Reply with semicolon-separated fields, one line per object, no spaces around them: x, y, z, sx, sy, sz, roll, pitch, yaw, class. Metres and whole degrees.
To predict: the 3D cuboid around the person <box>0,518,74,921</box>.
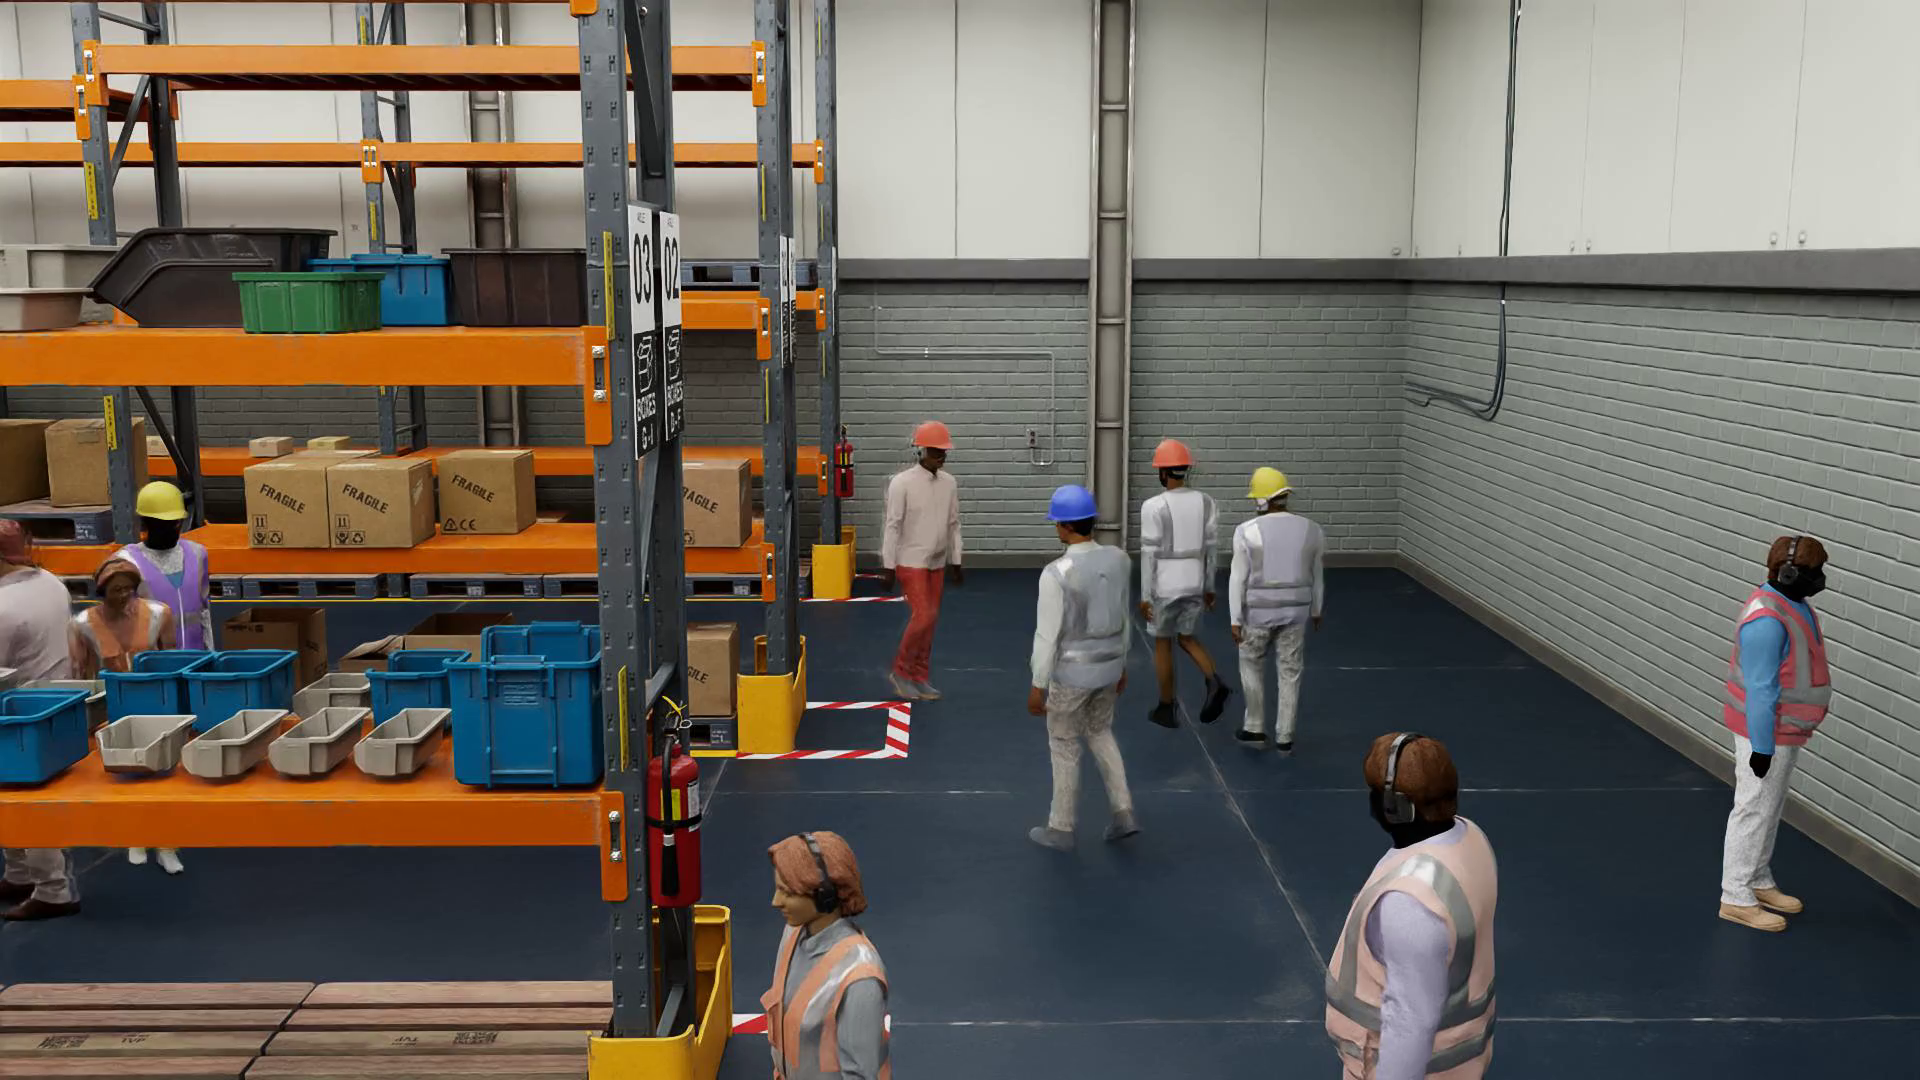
-4.459;0.837;7.743;0.597;1.885;0.683;-1;9;-8;person

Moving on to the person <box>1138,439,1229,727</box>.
1.463;0.310;10.884;0.562;1.921;0.663;-5;10;-27;person

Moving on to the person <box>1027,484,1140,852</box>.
0.629;0.672;8.609;0.644;1.940;0.454;-8;12;-40;person

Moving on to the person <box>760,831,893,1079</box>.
-0.333;1.533;4.281;0.317;1.632;0.524;-5;10;-27;person

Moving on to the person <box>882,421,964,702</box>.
-0.245;0.160;11.603;0.468;1.983;0.660;9;13;44;person

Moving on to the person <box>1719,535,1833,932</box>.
3.772;0.880;7.689;0.432;1.836;0.618;7;11;36;person

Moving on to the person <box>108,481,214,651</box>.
-4.211;0.638;8.867;0.386;1.922;0.594;5;11;29;person

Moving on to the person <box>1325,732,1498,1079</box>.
1.185;1.406;4.429;0.430;1.839;0.619;5;10;28;person

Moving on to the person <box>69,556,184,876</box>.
-4.133;0.882;8.299;0.530;1.617;0.655;-6;11;-33;person

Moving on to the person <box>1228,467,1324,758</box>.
1.974;0.446;10.405;0.659;1.811;0.521;-1;9;-5;person
